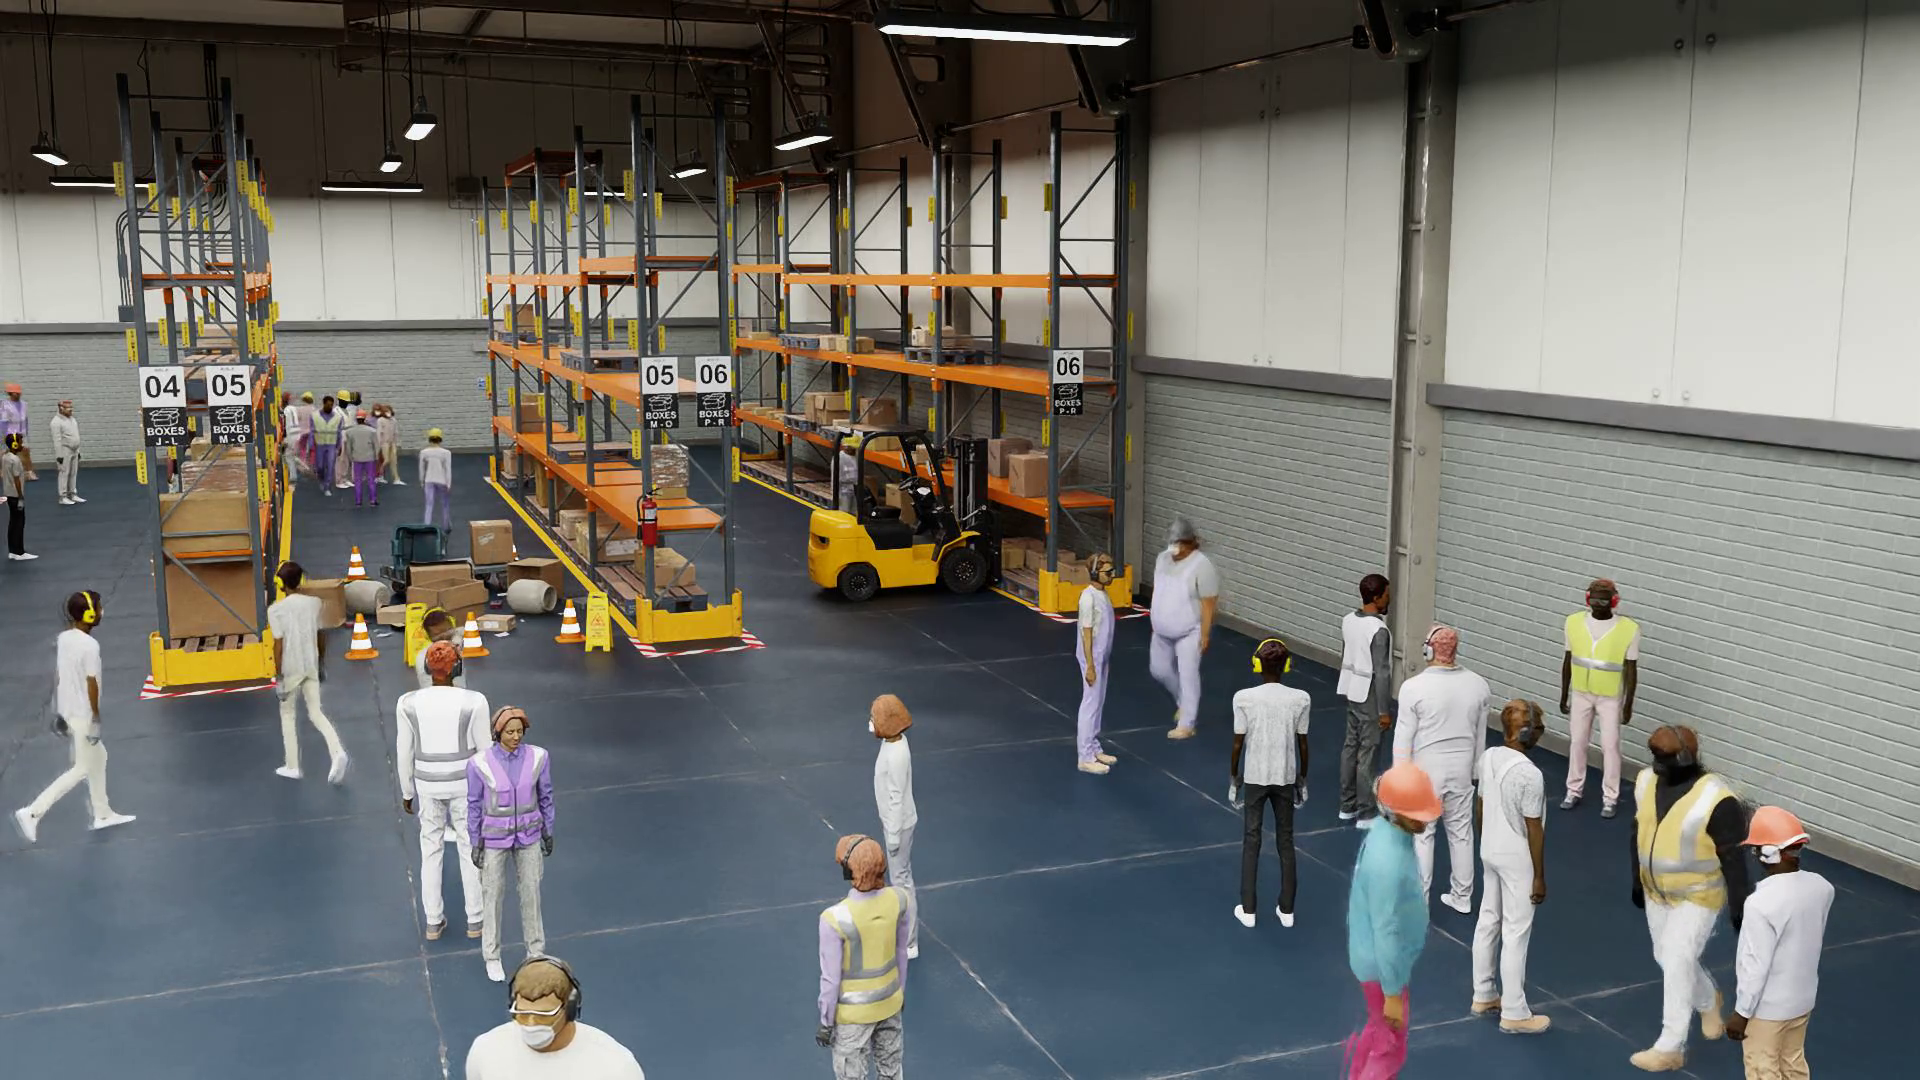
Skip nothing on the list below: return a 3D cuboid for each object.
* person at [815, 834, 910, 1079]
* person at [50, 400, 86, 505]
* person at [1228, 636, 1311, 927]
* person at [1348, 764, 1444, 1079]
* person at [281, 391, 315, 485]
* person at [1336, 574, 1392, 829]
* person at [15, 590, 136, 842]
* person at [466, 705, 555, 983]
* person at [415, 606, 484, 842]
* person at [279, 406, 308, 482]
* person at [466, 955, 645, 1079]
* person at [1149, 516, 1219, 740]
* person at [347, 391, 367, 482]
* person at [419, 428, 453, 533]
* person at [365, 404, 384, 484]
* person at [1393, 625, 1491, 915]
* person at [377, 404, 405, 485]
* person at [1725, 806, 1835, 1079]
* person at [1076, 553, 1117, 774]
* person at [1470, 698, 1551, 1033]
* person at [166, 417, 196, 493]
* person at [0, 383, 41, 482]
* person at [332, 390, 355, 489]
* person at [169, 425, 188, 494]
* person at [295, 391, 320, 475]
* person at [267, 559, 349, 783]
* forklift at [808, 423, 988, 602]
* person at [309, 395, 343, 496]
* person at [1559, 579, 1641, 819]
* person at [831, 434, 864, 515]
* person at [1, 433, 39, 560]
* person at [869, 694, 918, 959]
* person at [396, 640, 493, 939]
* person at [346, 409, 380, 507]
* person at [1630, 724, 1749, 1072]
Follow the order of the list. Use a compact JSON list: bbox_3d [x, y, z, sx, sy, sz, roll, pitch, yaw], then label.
[{"bbox_3d":[-0.430,2.128,7.510,0.309,1.641,0.515,9,13,44],"label":"person"},{"bbox_3d":[-16.146,-1.589,30.117,0.398,1.900,0.635,0,9,-1],"label":"person"},{"bbox_3d":[1.959,1.536,10.554,0.507,1.863,0.326,0,9,2],"label":"person"},{"bbox_3d":[2.000,1.941,7.745,0.424,1.946,0.794,2,9,15],"label":"person"},{"bbox_3d":[-13.139,-2.000,32.790,0.522,1.867,0.574,-2,9,-12],"label":"person"},{"bbox_3d":[3.045,1.200,12.475,0.391,1.920,0.587,-2,9,-14],"label":"person"},{"bbox_3d":[-6.535,1.295,12.176,0.547,1.842,0.811,7,12,39],"label":"person"},{"bbox_3d":[-2.639,1.771,9.791,0.514,1.634,0.313,-5,10,-30],"label":"person"},{"bbox_3d":[-3.612,1.343,11.906,0.738,1.814,0.607,5,11,31],"label":"person"},{"bbox_3d":[-13.290,-1.941,32.856,0.676,1.722,0.576,-1,9,-7],"label":"person"},{"bbox_3d":[-1.350,2.292,5.583,0.634,1.931,0.363,3,9,16],"label":"person"},{"bbox_3d":[1.968,0.762,14.850,0.568,2.000,0.710,-7,12,-39],"label":"person"},{"bbox_3d":[-12.031,-2.065,33.333,0.572,1.821,0.648,-4,10,-24],"label":"person"},{"bbox_3d":[-8.324,-0.909,26.372,0.539,1.725,0.904,0,9,-2],"label":"person"},{"bbox_3d":[-11.565,-1.916,33.089,0.487,1.595,0.719,-5,10,-27],"label":"person"},{"bbox_3d":[3.074,1.491,10.734,0.641,1.898,0.395,-3,9,-16],"label":"person"},{"bbox_3d":[-11.251,-1.873,32.738,0.364,1.618,0.565,4,10,24],"label":"person"},{"bbox_3d":[3.688,2.065,7.576,0.563,1.742,0.338,-6,11,-33],"label":"person"},{"bbox_3d":[1.145,1.014,13.878,0.331,1.844,0.520,3,10,19],"label":"person"},{"bbox_3d":[3.030,1.771,9.117,0.345,1.845,0.508,-3,10,-19],"label":"person"},{"bbox_3d":[-12.463,-1.115,26.730,0.407,2.029,0.609,5,10,31],"label":"person"},{"bbox_3d":[-18.972,-2.156,33.374,1.029,1.999,0.626,4,10,25],"label":"person"},{"bbox_3d":[-11.995,-1.964,32.402,0.390,1.912,0.594,1,9,7],"label":"person"},{"bbox_3d":[-14.410,-1.605,30.711,0.388,1.739,0.580,2,9,9],"label":"person"},{"bbox_3d":[-13.491,-2.206,34.434,0.540,1.744,0.368,-3,10,-19],"label":"person"},{"bbox_3d":[-5.324,1.078,13.518,0.789,1.843,0.516,7,11,36],"label":"person"},{"bbox_3d":[-0.830,-0.399,21.676,2.313,2.155,1.214,-4,10,-21],"label":"forklift"},{"bbox_3d":[-11.954,-1.786,31.339,0.636,1.895,0.572,-5,10,-27],"label":"person"},{"bbox_3d":[4.898,1.196,12.755,0.561,1.837,0.374,7,12,39],"label":"person"},{"bbox_3d":[-1.677,-0.721,24.935,0.535,1.806,0.732,7,12,39],"label":"person"},{"bbox_3d":[-13.719,-0.630,24.201,0.496,1.861,0.333,8,12,41],"label":"person"},{"bbox_3d":[-0.400,1.729,10.080,0.283,1.628,0.501,-1,9,-4],"label":"person"},{"bbox_3d":[-3.187,1.553,10.362,0.583,1.882,0.337,-1,9,-4],"label":"person"},{"bbox_3d":[-10.686,-1.473,29.804,0.563,1.755,0.320,-2,9,-9],"label":"person"},{"bbox_3d":[3.852,1.843,8.771,0.785,1.802,0.658,-4,10,-22],"label":"person"}]
